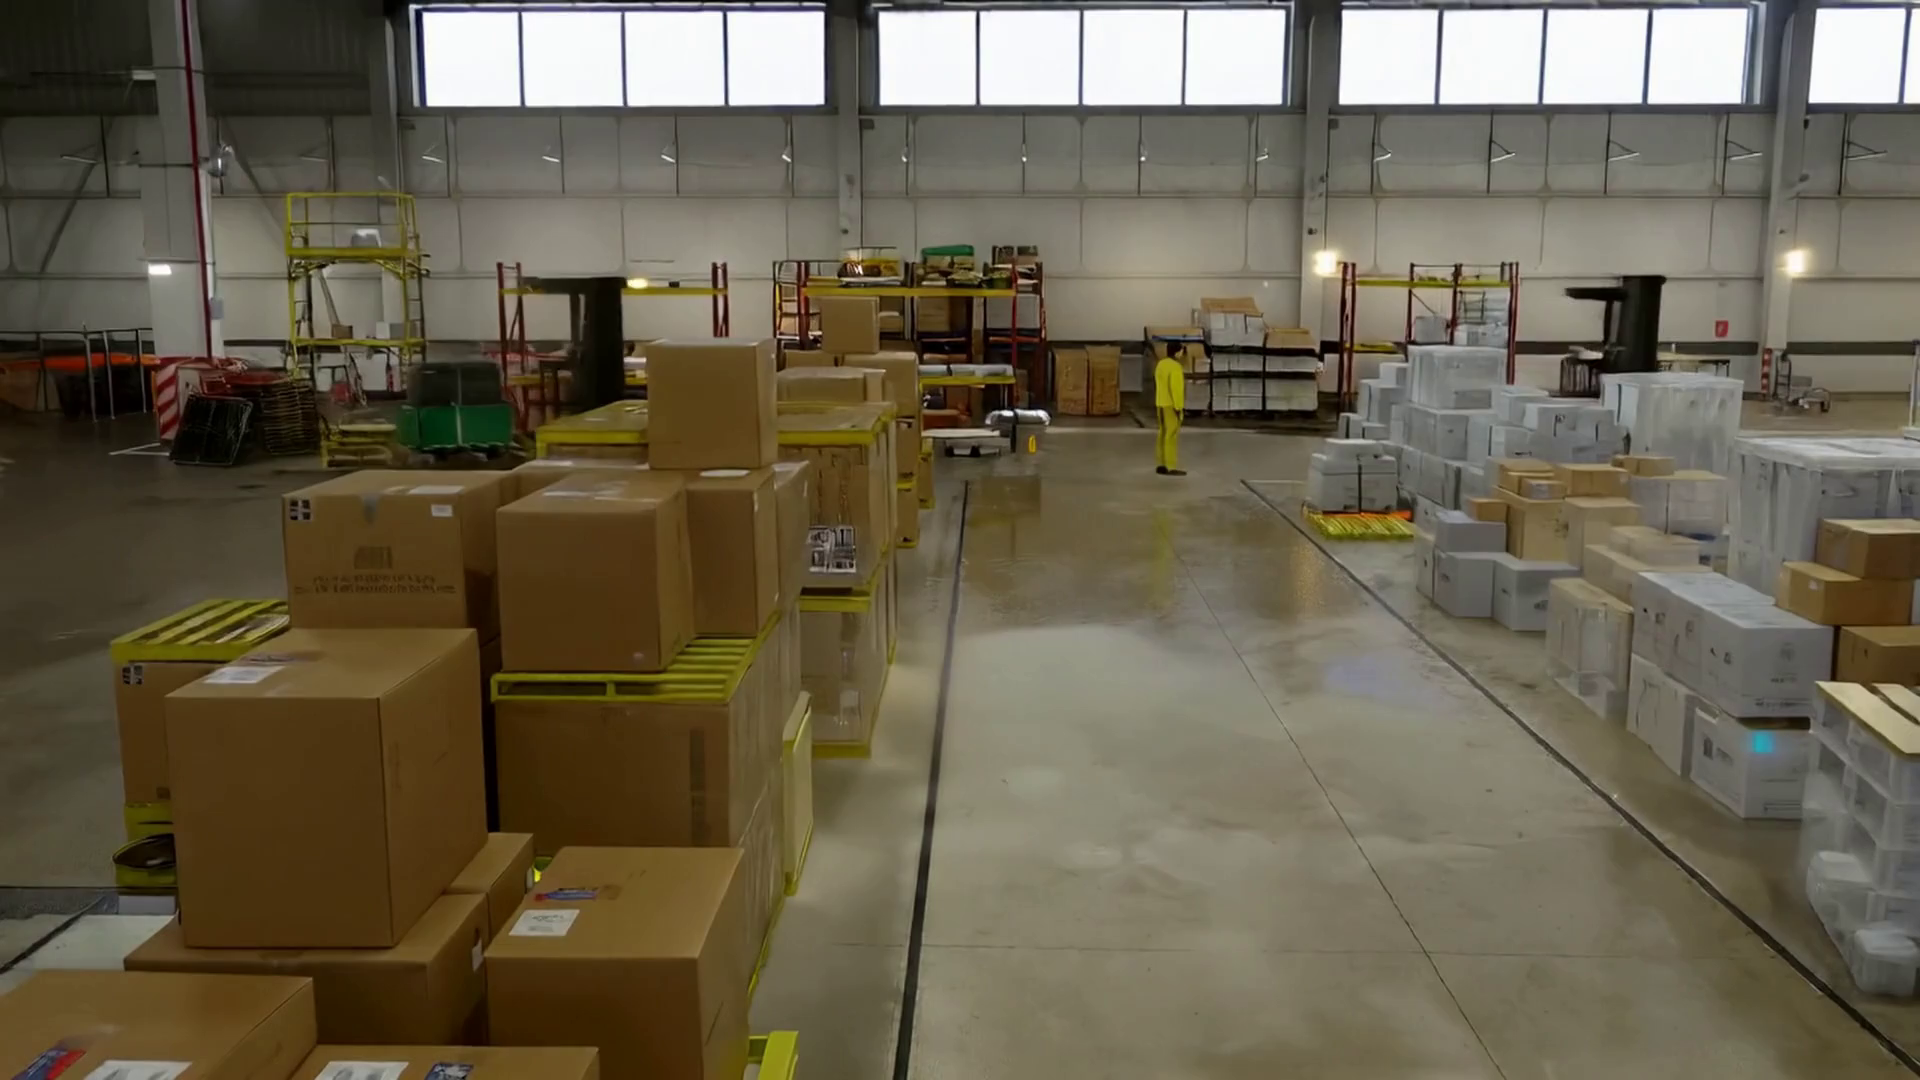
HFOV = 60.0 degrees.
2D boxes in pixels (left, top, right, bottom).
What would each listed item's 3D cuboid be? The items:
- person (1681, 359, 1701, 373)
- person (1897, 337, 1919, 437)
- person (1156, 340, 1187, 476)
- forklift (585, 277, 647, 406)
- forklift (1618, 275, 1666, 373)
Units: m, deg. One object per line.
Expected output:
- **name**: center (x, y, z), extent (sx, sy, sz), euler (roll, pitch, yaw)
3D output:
- **person**: center (9.019, -1.322, 20.661), extent (0.622, 1.844, 0.429), euler (-3, 10, -18)
- **person**: center (13.714, -1.922, 23.863), extent (0.618, 1.967, 0.659), euler (4, 10, 24)
- **person**: center (3.006, -1.885, 23.745), extent (0.372, 1.940, 0.632), euler (-3, 10, -19)
- **forklift**: center (-4.972, -2.314, 23.498), extent (1.873, 2.768, 1.129), euler (-4, 10, -25)
- **forklift**: center (10.778, -2.804, 26.434), extent (1.873, 2.768, 1.129), euler (0, 9, 1)
